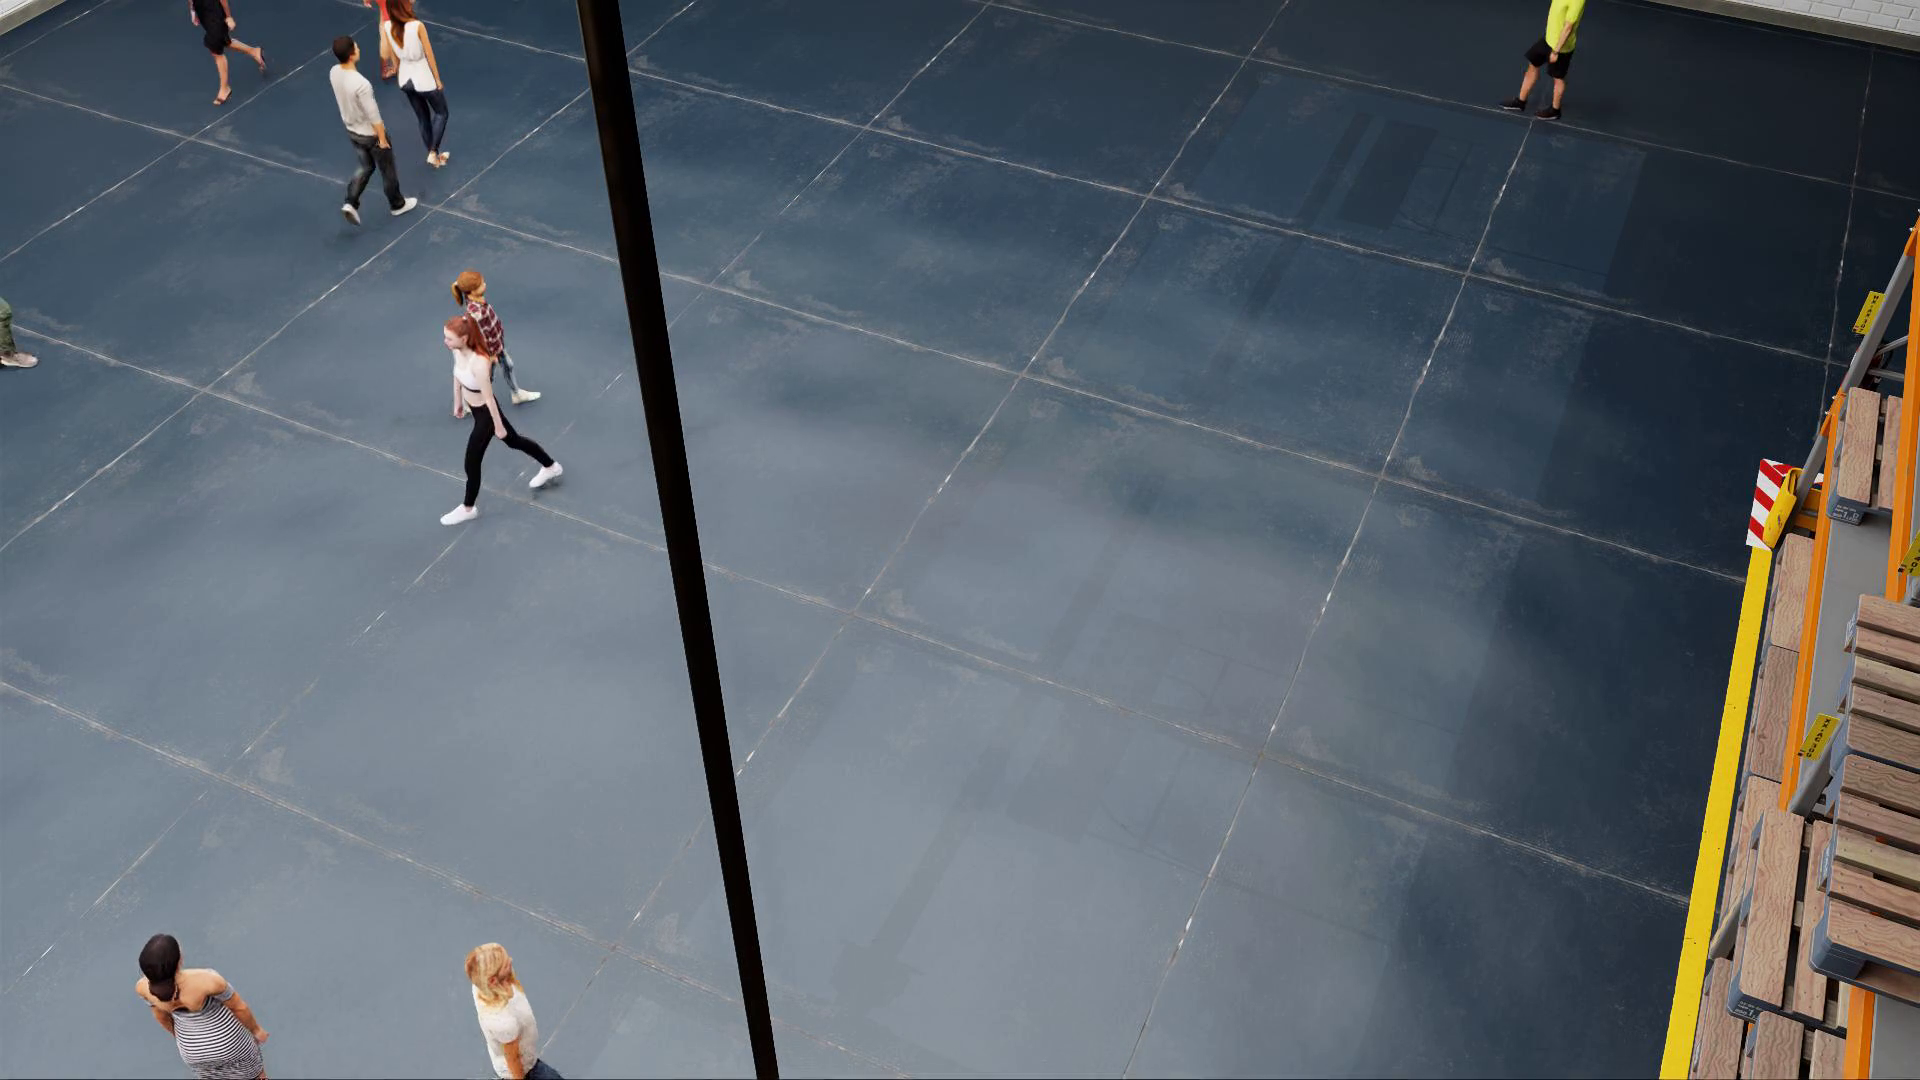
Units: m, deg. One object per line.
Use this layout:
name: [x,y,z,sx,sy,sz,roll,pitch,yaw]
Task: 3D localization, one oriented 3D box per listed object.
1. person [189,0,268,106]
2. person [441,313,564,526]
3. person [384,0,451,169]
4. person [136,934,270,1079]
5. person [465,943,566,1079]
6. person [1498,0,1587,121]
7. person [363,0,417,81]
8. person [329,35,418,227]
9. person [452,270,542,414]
person: [-7.362,-5.245,16.511,0.683,1.722,1.050,23,48,22]
person: [-3.333,-0.924,11.998,1.275,1.691,1.035,-25,49,-24]
person: [-5.031,-4.193,15.367,0.695,1.777,0.731,8,44,8]
person: [-3.709,2.522,8.285,0.677,1.823,0.688,-3,44,-3]
person: [-2.273,2.591,8.227,0.794,1.803,0.749,-19,47,-19]
person: [5.890,-4.867,16.136,0.927,1.691,0.912,-2,44,-2]
person: [-5.857,-5.442,16.755,0.651,1.670,1.094,14,45,15]
person: [-5.324,-3.588,14.720,0.723,1.794,0.995,24,49,23]
person: [-3.732,-1.513,12.908,0.908,1.288,0.893,-9,44,-10]
